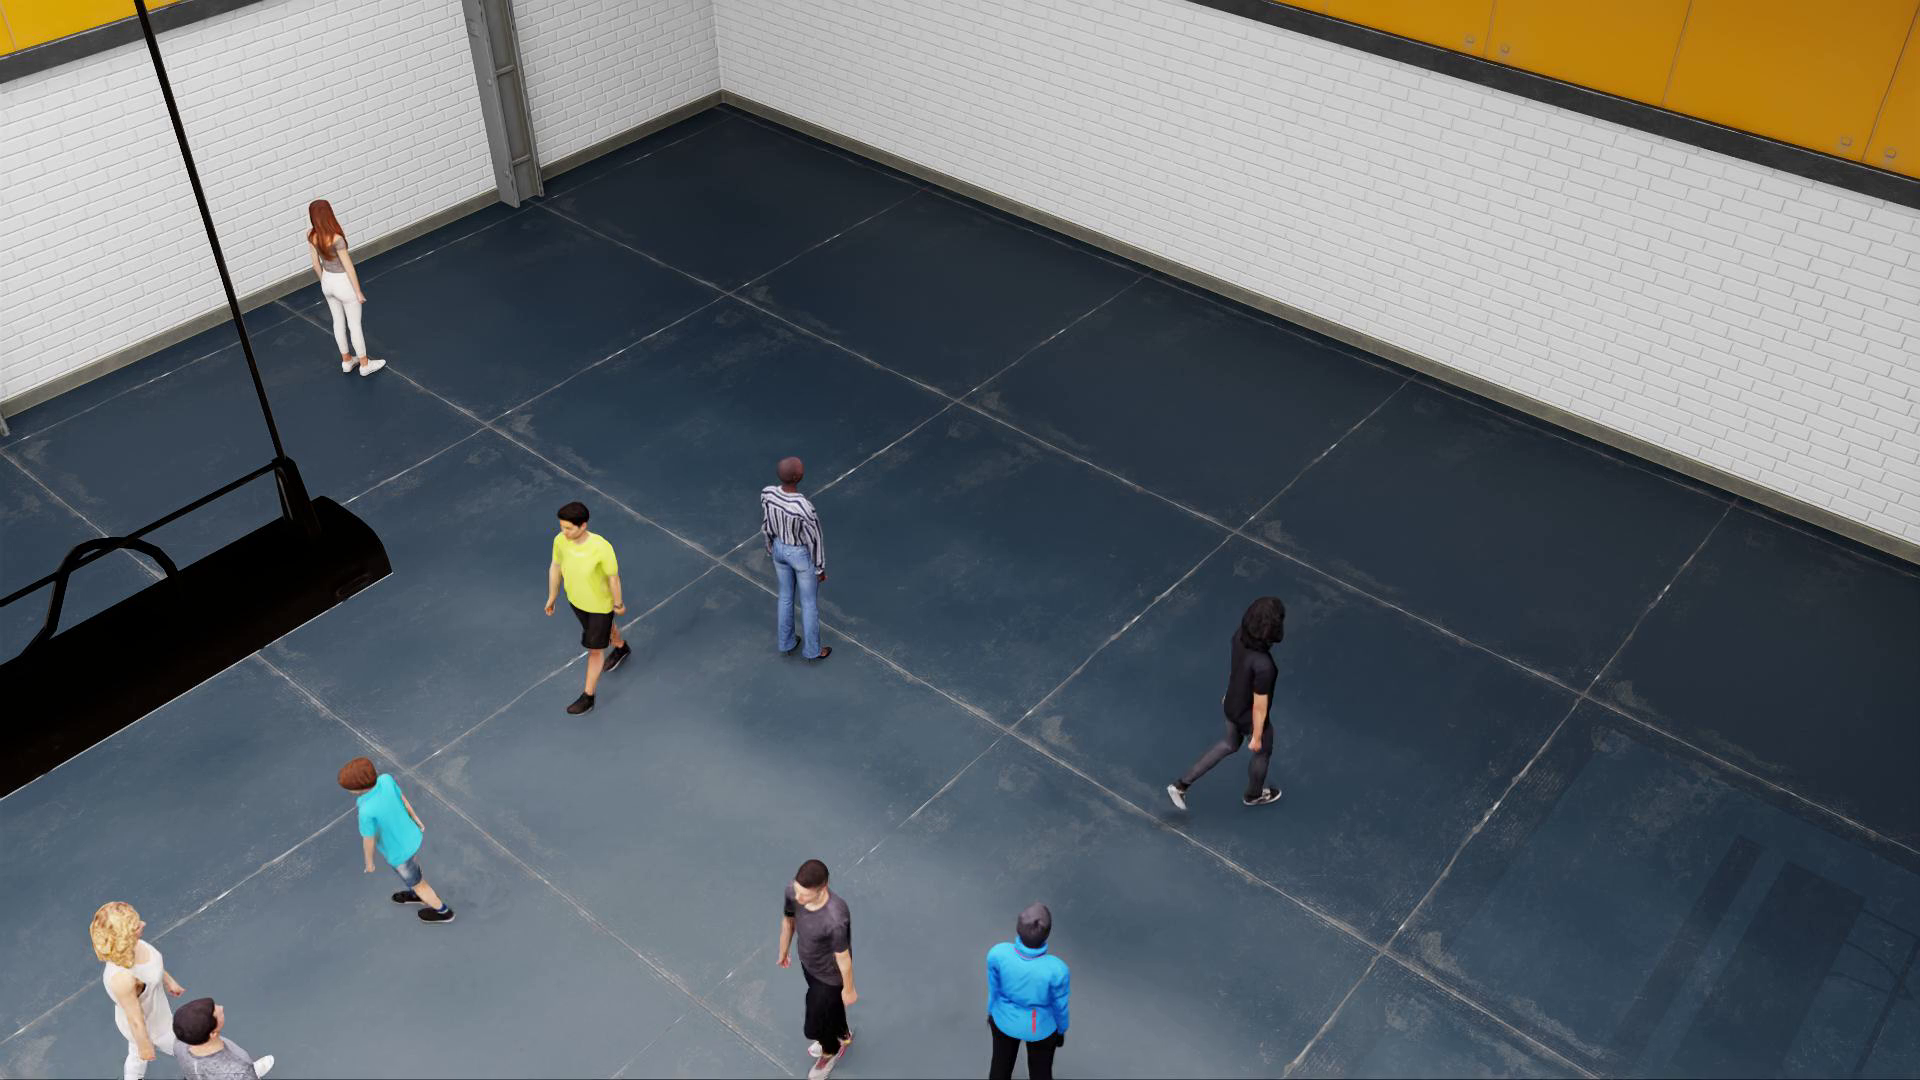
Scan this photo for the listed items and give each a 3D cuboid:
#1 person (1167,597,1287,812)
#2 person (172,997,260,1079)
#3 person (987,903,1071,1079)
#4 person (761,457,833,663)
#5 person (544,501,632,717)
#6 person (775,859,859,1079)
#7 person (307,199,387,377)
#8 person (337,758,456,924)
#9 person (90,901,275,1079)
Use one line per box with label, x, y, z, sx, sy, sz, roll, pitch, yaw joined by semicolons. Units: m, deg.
person;1.773;1.118;10.759;1.161;1.799;0.983;-12;40;-15
person;-3.711;2.967;8.408;0.813;1.844;1.075;18;42;21
person;0.344;2.590;8.917;0.692;1.797;0.700;10;40;12
person;-1.185;0.145;11.981;0.664;1.795;0.583;21;43;24
person;-2.575;0.362;11.817;0.787;1.660;1.130;19;43;23
person;-0.692;2.330;9.284;0.687;1.746;0.717;-27;46;-30
person;-5.633;-2.293;15.091;0.639;1.724;0.603;16;41;19
person;-3.374;1.834;10.166;0.764;1.420;0.718;8;39;10
person;-4.510;2.615;9.028;1.166;1.620;0.887;-17;42;-20
